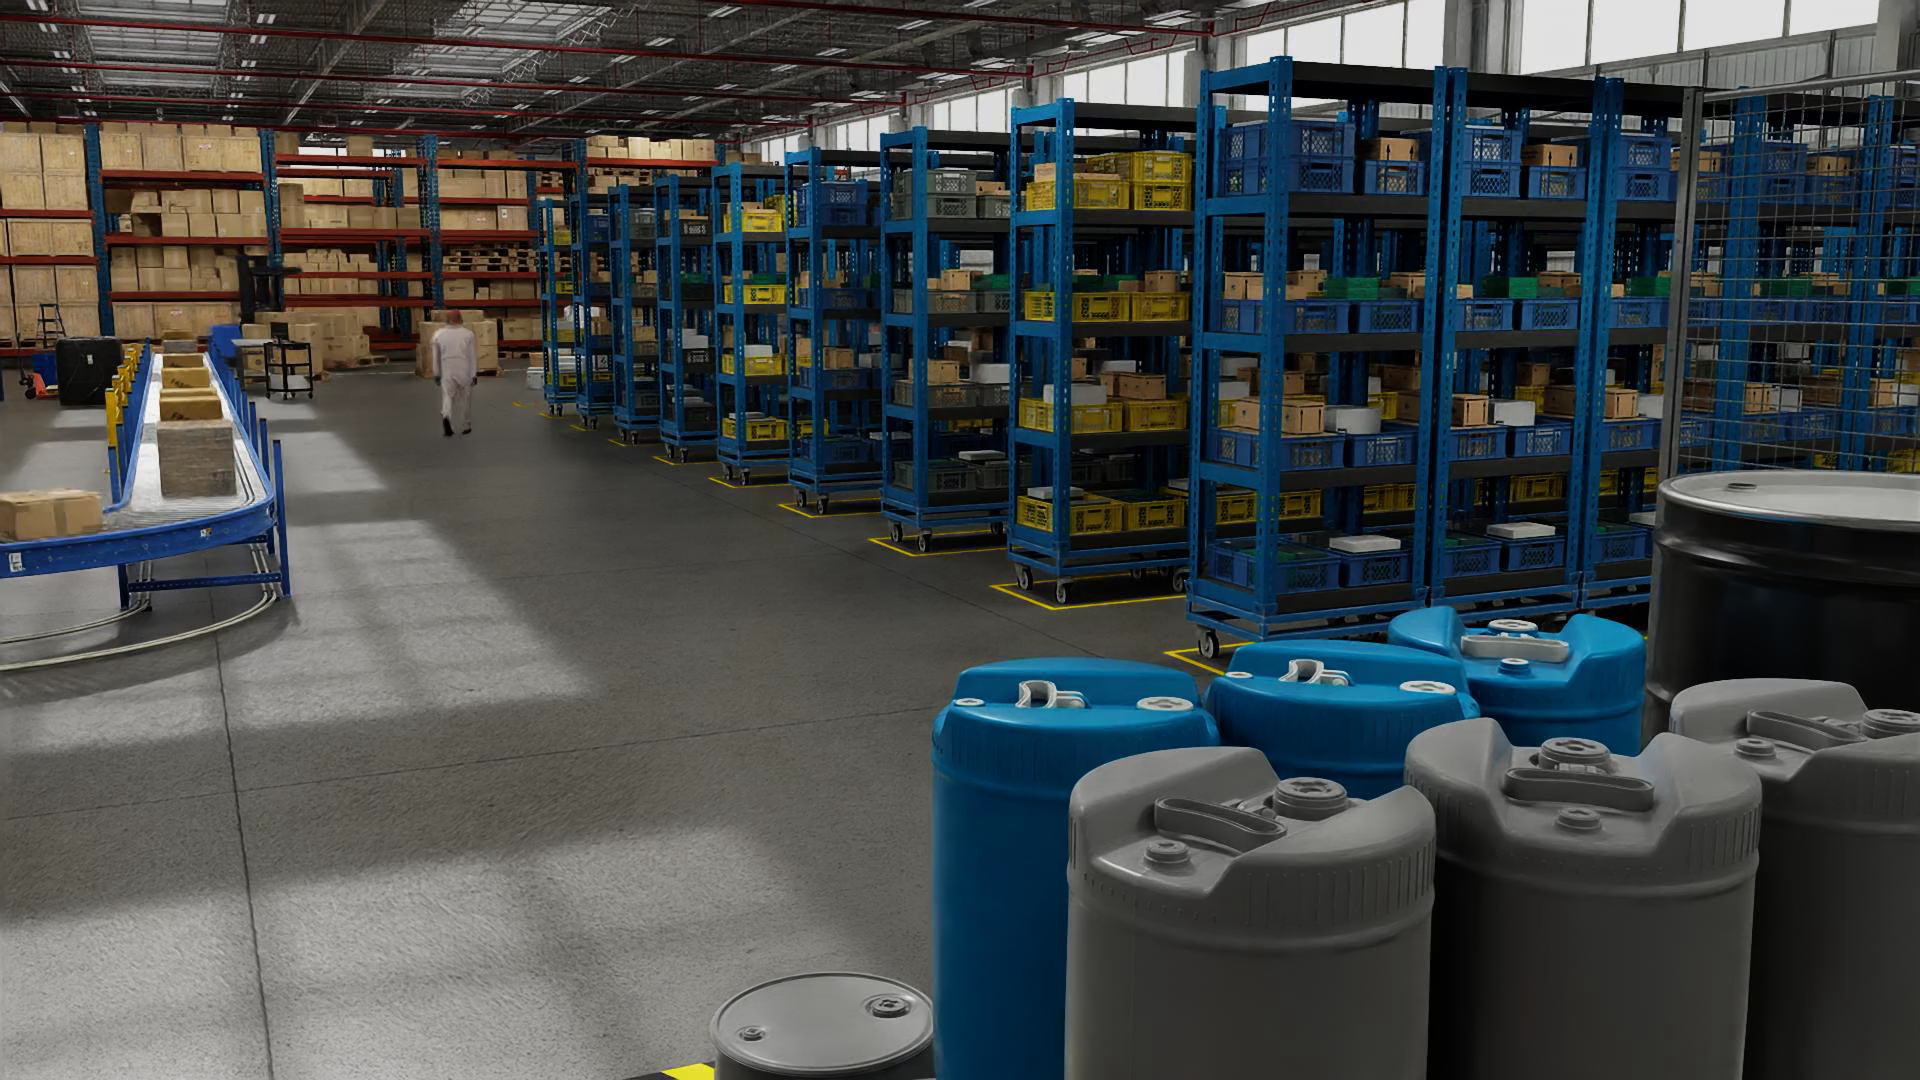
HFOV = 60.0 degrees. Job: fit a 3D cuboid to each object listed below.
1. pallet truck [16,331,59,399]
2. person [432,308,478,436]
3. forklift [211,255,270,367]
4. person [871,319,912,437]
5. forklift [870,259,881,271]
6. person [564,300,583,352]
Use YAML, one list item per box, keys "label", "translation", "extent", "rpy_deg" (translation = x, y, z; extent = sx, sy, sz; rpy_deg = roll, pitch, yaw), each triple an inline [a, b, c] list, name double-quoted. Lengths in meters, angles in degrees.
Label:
- label: "pallet truck"
  translation: [-17.082, -3.353, 31.781]
  extent: [1.630, 1.274, 0.653]
  rpy_deg: [-4, 10, -25]
- label: "person"
  translation: [-7.445, -2.472, 24.527]
  extent: [0.650, 1.883, 0.822]
  rpy_deg: [-1, 9, -5]
- label: "forklift"
  translation: [-17.527, -5.680, 41.330]
  extent: [1.873, 2.768, 1.129]
  rpy_deg: [2, 9, 9]
- label: "person"
  translation: [-0.992, -2.405, 23.818]
  extent: [0.836, 1.964, 0.654]
  rpy_deg: [-5, 10, -29]
- label: "forklift"
  translation: [-2.546, -7.770, 54.292]
  extent: [1.129, 2.768, 1.873]
  rpy_deg: [-4, 10, -25]
- label: "person"
  translation: [-9.362, -5.053, 40.373]
  extent: [0.601, 1.940, 0.414]
  rpy_deg: [4, 10, 24]
